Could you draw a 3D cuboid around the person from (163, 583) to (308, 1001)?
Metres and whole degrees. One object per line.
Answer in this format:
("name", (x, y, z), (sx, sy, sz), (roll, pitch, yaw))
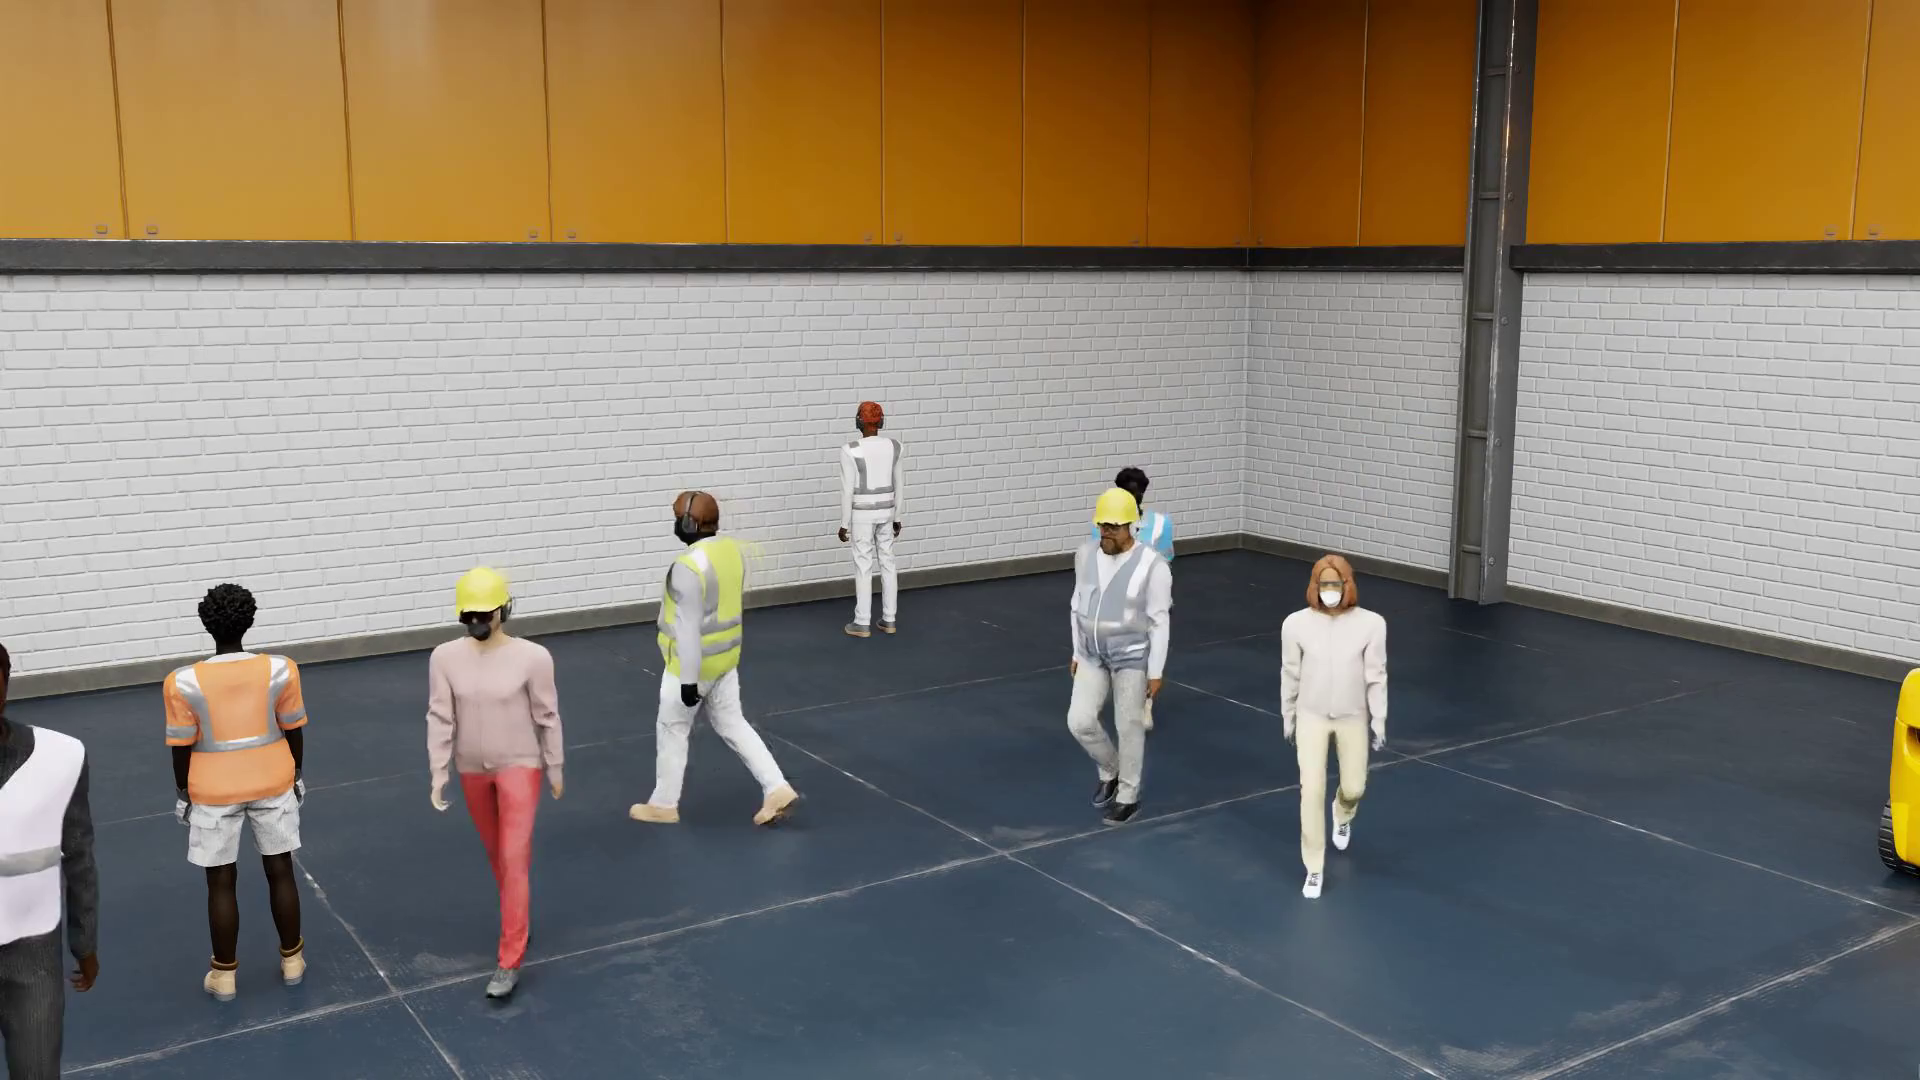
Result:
("person", (-2.912, 1.013, 6.738), (0.535, 1.697, 0.318), (-6, 11, -33))

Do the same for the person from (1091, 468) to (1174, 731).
("person", (1.085, 0.381, 10.577), (0.557, 1.673, 0.654), (1, 9, 5))

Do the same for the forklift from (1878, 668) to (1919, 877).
("forklift", (5.511, 0.571, 7.906), (2.313, 2.155, 1.214), (-6, 11, -33))

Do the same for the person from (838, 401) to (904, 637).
("person", (-0.710, -0.167, 13.291), (0.574, 1.883, 0.355), (-6, 11, -33))

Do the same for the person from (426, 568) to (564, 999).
("person", (-1.934, 0.978, 6.832), (0.517, 1.730, 0.820), (1, 10, 8))

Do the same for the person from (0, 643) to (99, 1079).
("person", (-2.916, 1.197, 5.008), (0.604, 1.898, 0.768), (-6, 11, -30))

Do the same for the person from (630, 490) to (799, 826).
("person", (-1.296, 0.631, 8.723), (0.905, 1.808, 0.635), (4, 10, 20))

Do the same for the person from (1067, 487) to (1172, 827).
("person", (0.829, 0.613, 8.783), (0.610, 1.812, 0.418), (7, 12, 37))

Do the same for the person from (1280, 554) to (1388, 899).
("person", (1.785, 0.846, 7.978), (0.501, 1.616, 0.647), (2, 10, 12))
